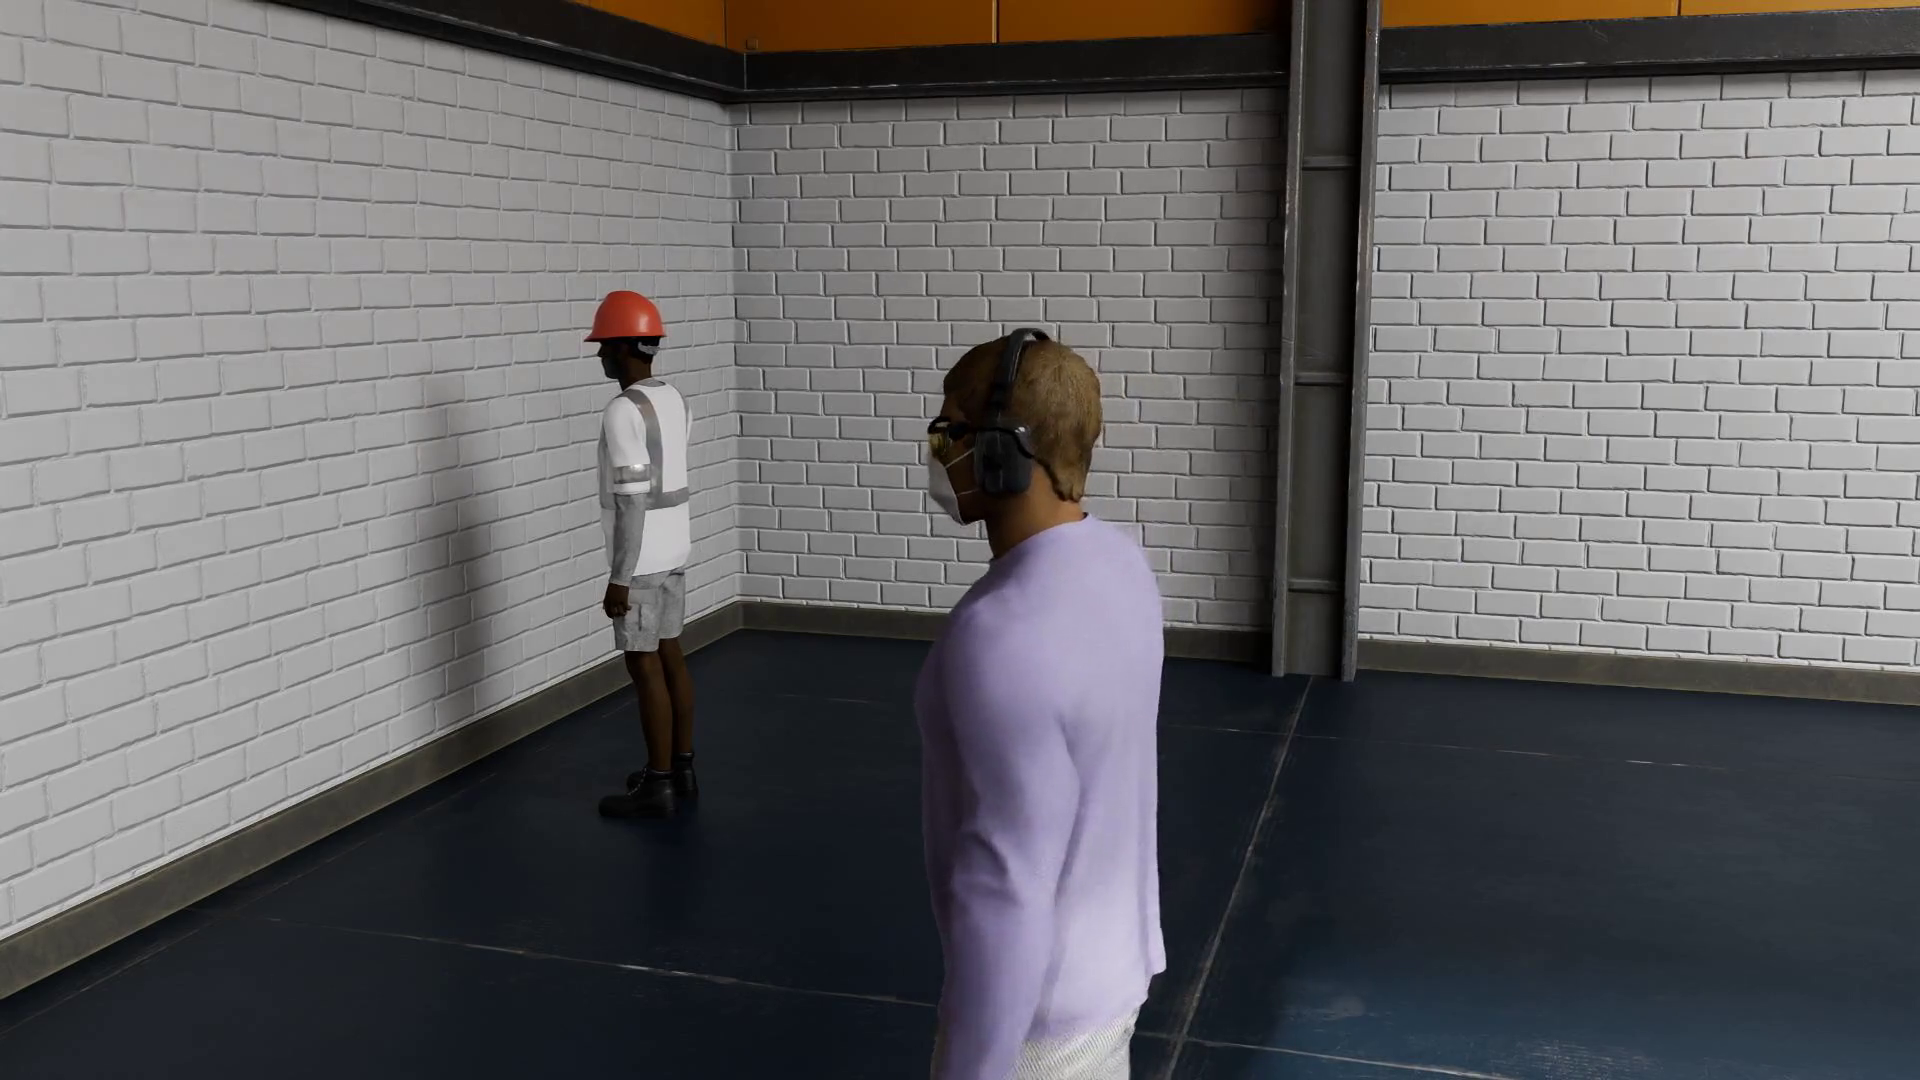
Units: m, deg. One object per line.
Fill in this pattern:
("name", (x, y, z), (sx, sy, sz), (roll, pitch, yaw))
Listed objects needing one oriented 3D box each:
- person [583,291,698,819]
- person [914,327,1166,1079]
("person", (-1.189, 0.059, 6.132), (0.372, 1.934, 0.551), (2, 10, 11))
("person", (0.111, 0.665, 2.431), (0.358, 1.938, 0.633), (3, 10, 20))
